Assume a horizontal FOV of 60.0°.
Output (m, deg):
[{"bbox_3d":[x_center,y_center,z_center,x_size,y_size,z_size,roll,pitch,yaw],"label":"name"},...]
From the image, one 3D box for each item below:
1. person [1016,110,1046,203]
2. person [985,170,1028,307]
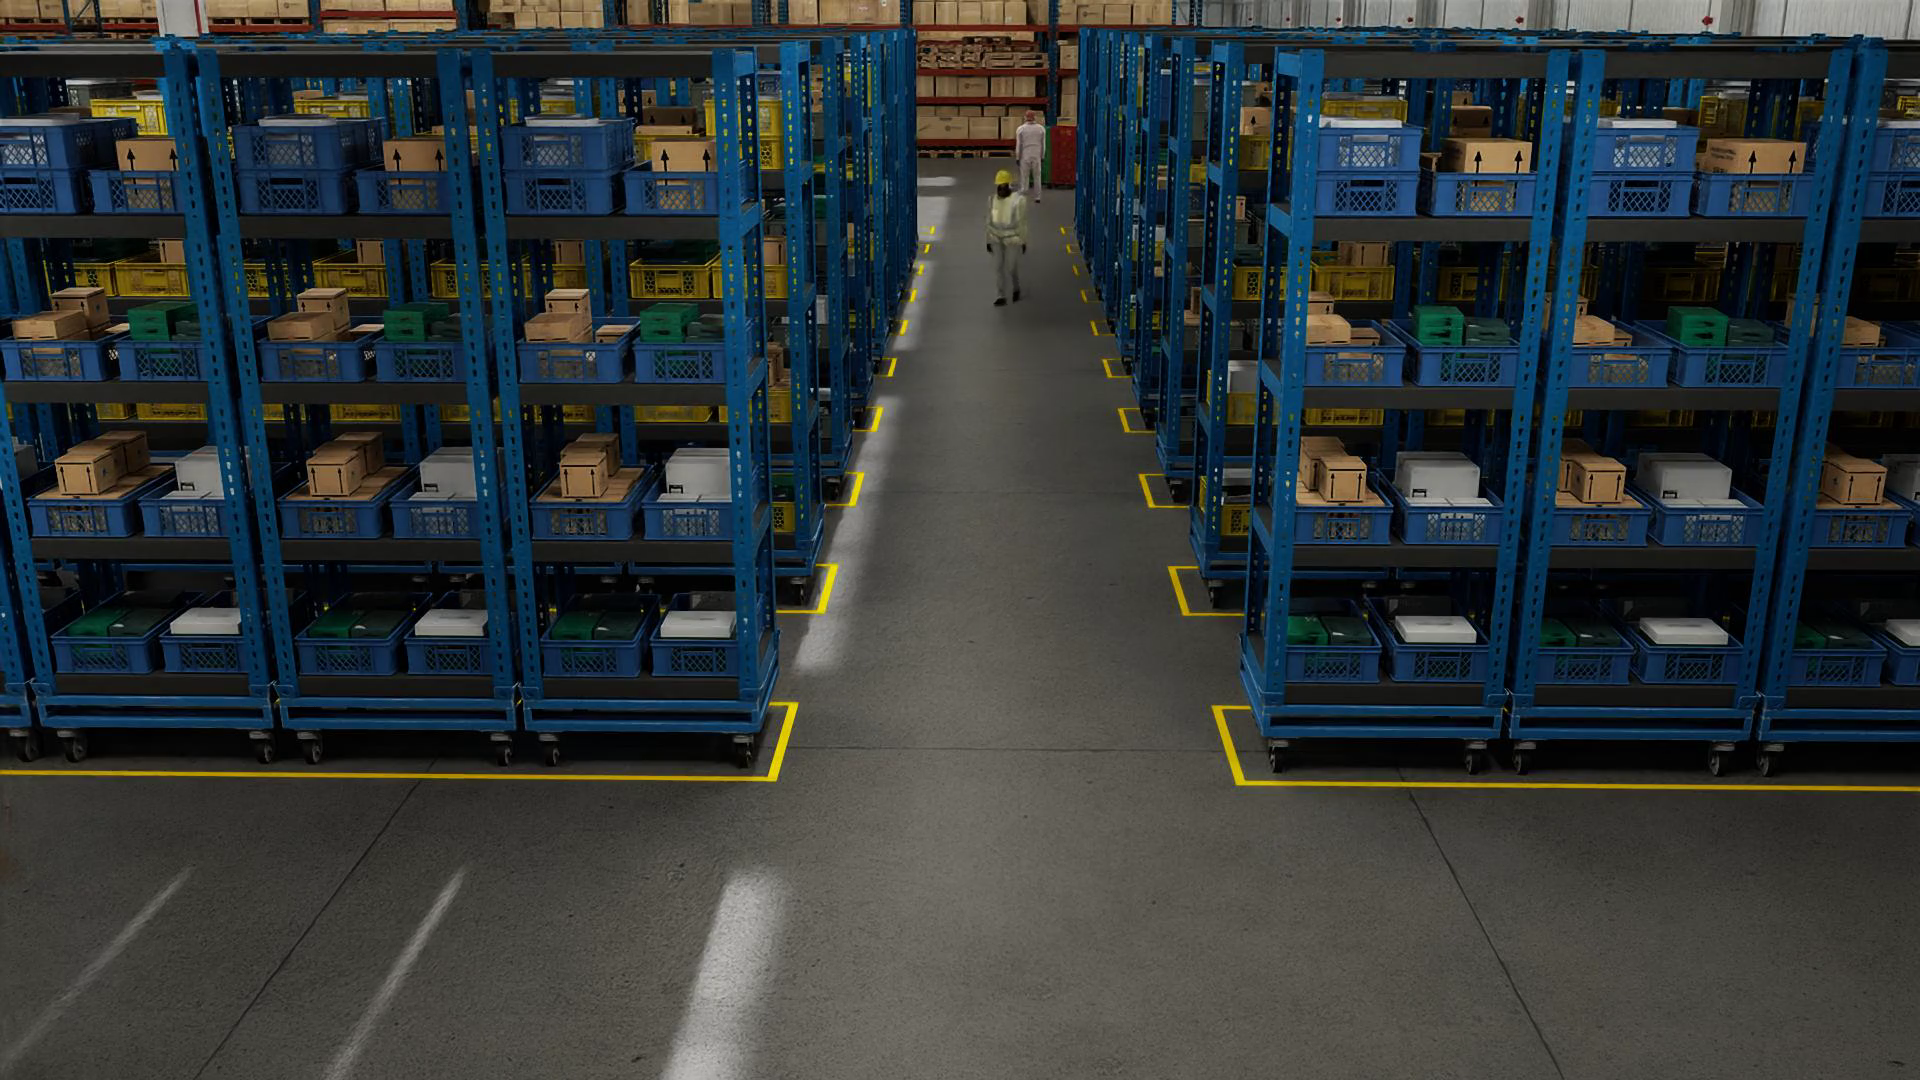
[{"bbox_3d":[1.464,-7.997,34.729,0.642,1.906,0.410,-4,18,-14],"label":"person"},{"bbox_3d":[0.604,-4.022,22.210,0.612,1.810,0.429,9,19,26],"label":"person"}]
